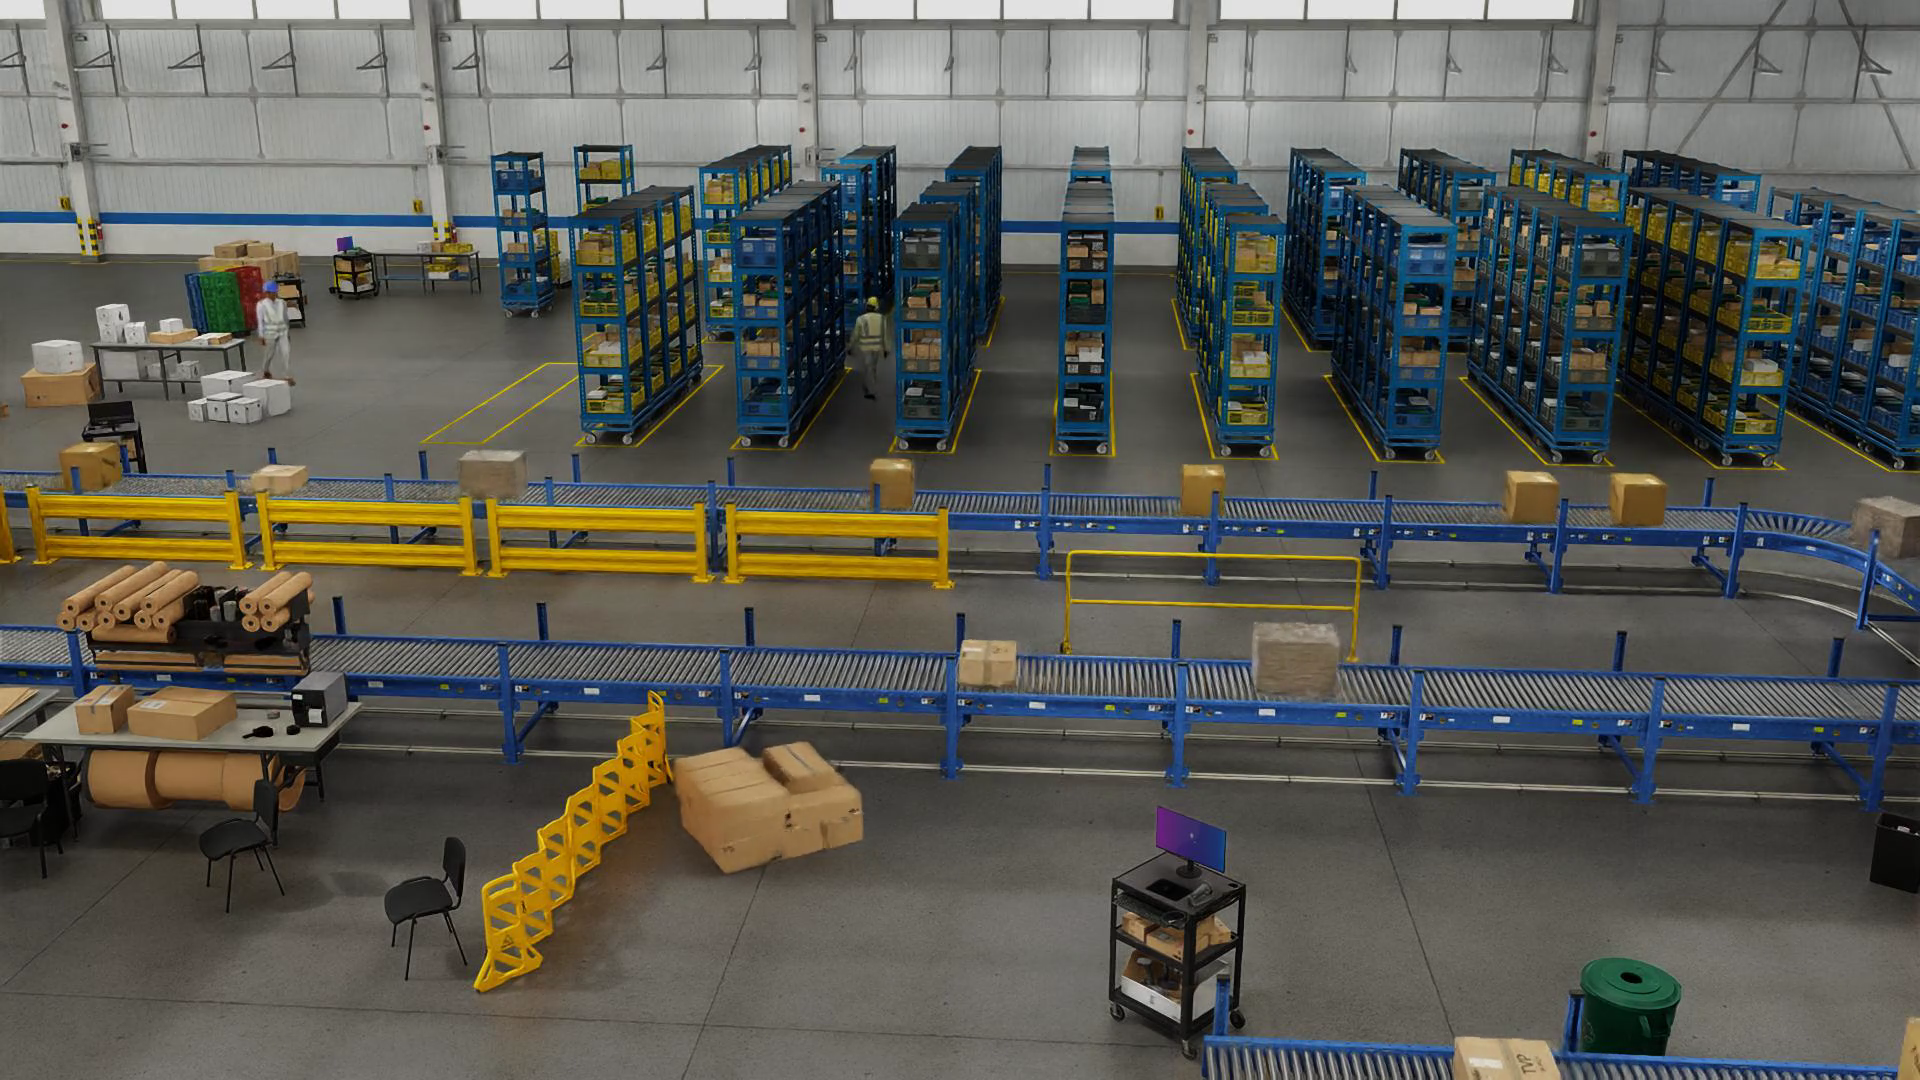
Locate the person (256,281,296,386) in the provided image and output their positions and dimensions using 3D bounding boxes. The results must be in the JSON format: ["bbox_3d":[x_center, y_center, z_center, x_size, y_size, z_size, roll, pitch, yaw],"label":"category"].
[{"bbox_3d":[-12.577,-3.803,30.472,0.840,1.923,0.617,15,23,40],"label":"person"}]

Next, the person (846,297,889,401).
[{"bbox_3d":[-1.664,-3.411,29.447,0.681,1.779,0.891,-9,20,-27],"label":"person"}]
